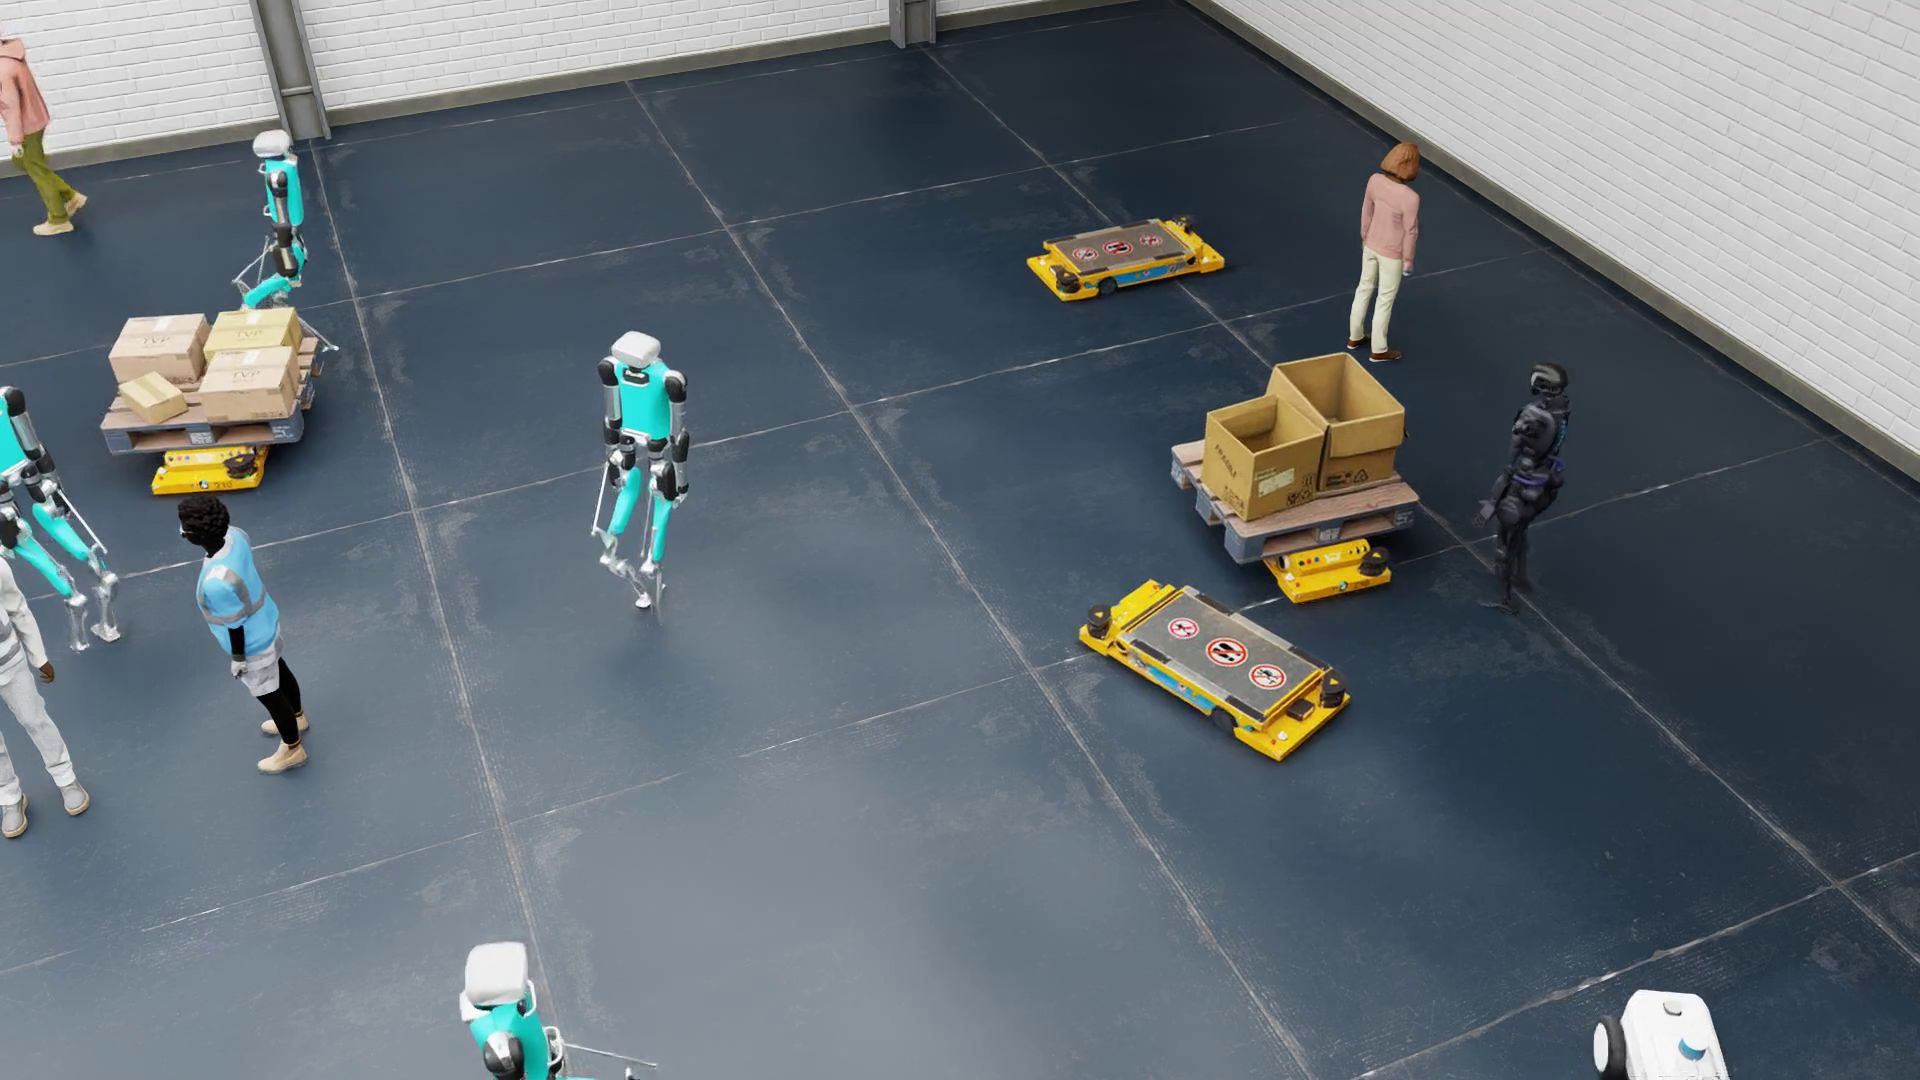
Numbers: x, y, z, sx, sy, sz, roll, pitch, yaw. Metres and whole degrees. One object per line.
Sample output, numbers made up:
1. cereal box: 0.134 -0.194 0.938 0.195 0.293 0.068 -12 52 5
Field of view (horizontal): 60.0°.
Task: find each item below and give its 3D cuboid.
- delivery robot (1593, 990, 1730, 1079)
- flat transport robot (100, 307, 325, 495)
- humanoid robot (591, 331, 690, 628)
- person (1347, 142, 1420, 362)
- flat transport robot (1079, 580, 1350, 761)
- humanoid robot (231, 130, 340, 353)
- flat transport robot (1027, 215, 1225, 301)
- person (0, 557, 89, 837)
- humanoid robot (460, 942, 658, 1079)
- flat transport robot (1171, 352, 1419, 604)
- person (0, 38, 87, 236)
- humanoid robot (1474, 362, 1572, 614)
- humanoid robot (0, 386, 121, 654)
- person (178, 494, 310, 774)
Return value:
1. delivery robot: 3.039 2.286 7.049 0.499 0.577 0.769 4 38 5
2. flat transport robot: -4.997 -0.807 11.324 0.659 0.231 1.431 -5 38 -6
3. humanoid robot: -1.850 -0.216 9.446 0.537 1.900 0.730 13 40 17
4. person: 3.031 -2.048 11.817 0.280 1.633 0.498 -20 42 -24
5. flat transport robot: 1.424 0.680 9.388 1.431 0.231 0.659 31 47 34
6. humanoid robot: -4.865 -1.975 11.646 0.757 1.787 0.530 -7 38 -9
7. flat transport robot: 1.316 -2.238 13.186 1.431 0.231 0.659 -14 40 -18
8. person: -4.758 0.647 8.107 0.583 1.882 0.345 -20 42 -24
9. humanoid robot: -1.334 2.093 6.367 0.893 1.776 0.540 -12 39 -15
10. flat transport robot: 2.076 -0.153 10.473 0.659 0.231 1.431 -12 39 -15
11. person: -7.484 -3.291 13.279 0.428 1.827 0.566 -12 39 -15
12. humanoid robot: 3.226 -0.292 9.502 0.597 1.650 0.325 -28 46 -32
13. humanoid robot: -5.027 -0.072 9.190 0.739 1.820 0.545 15 40 19
14. person: -3.638 0.474 8.482 0.322 1.696 0.534 -7 38 -9
